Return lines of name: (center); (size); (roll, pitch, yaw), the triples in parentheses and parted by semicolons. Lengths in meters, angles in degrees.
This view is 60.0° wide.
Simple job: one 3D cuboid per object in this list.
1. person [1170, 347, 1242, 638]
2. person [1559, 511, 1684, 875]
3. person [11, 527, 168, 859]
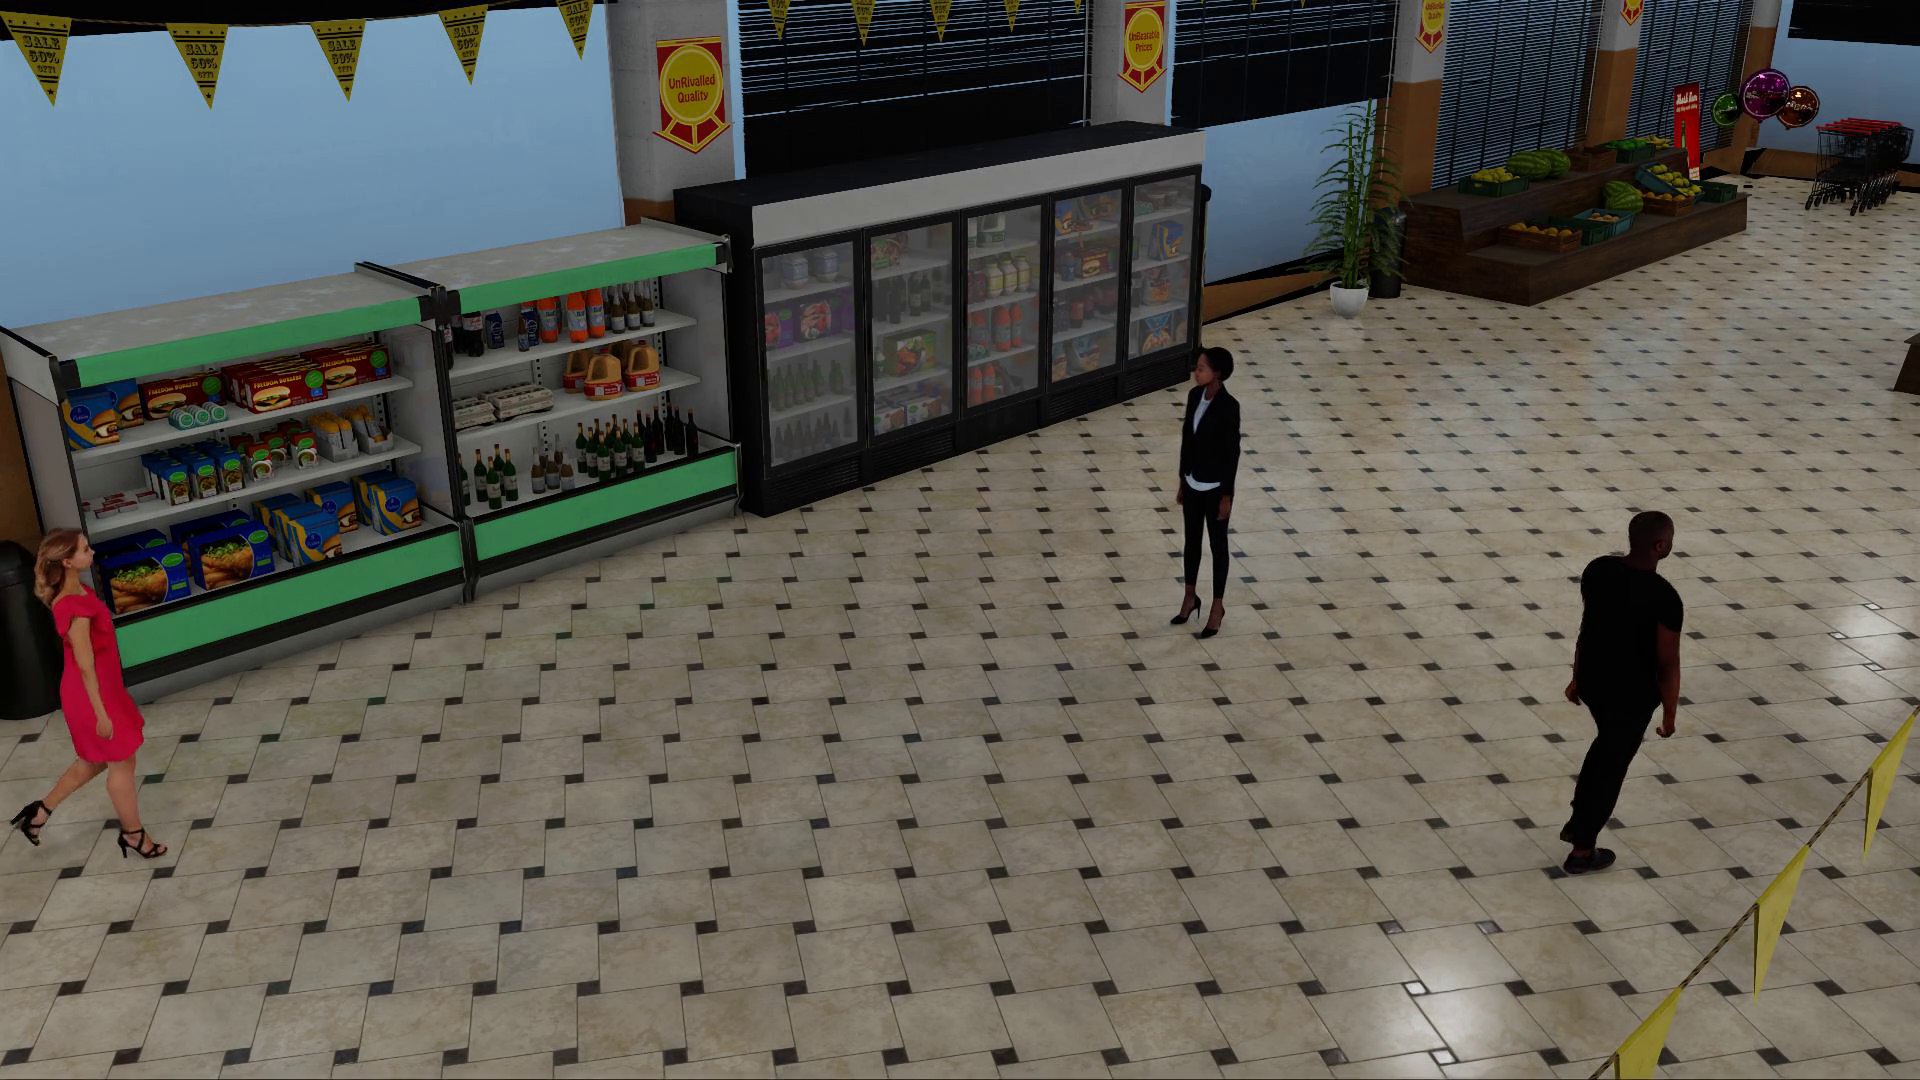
person: (1.513, -0.297, 10.150); (0.562, 1.836, 0.618); (-15, 26, -33)
person: (2.944, 0.731, 7.628); (0.758, 1.808, 0.767); (-11, 24, -25)
person: (-4.099, 0.761, 7.686); (0.930, 1.710, 0.725); (-11, 24, -26)
